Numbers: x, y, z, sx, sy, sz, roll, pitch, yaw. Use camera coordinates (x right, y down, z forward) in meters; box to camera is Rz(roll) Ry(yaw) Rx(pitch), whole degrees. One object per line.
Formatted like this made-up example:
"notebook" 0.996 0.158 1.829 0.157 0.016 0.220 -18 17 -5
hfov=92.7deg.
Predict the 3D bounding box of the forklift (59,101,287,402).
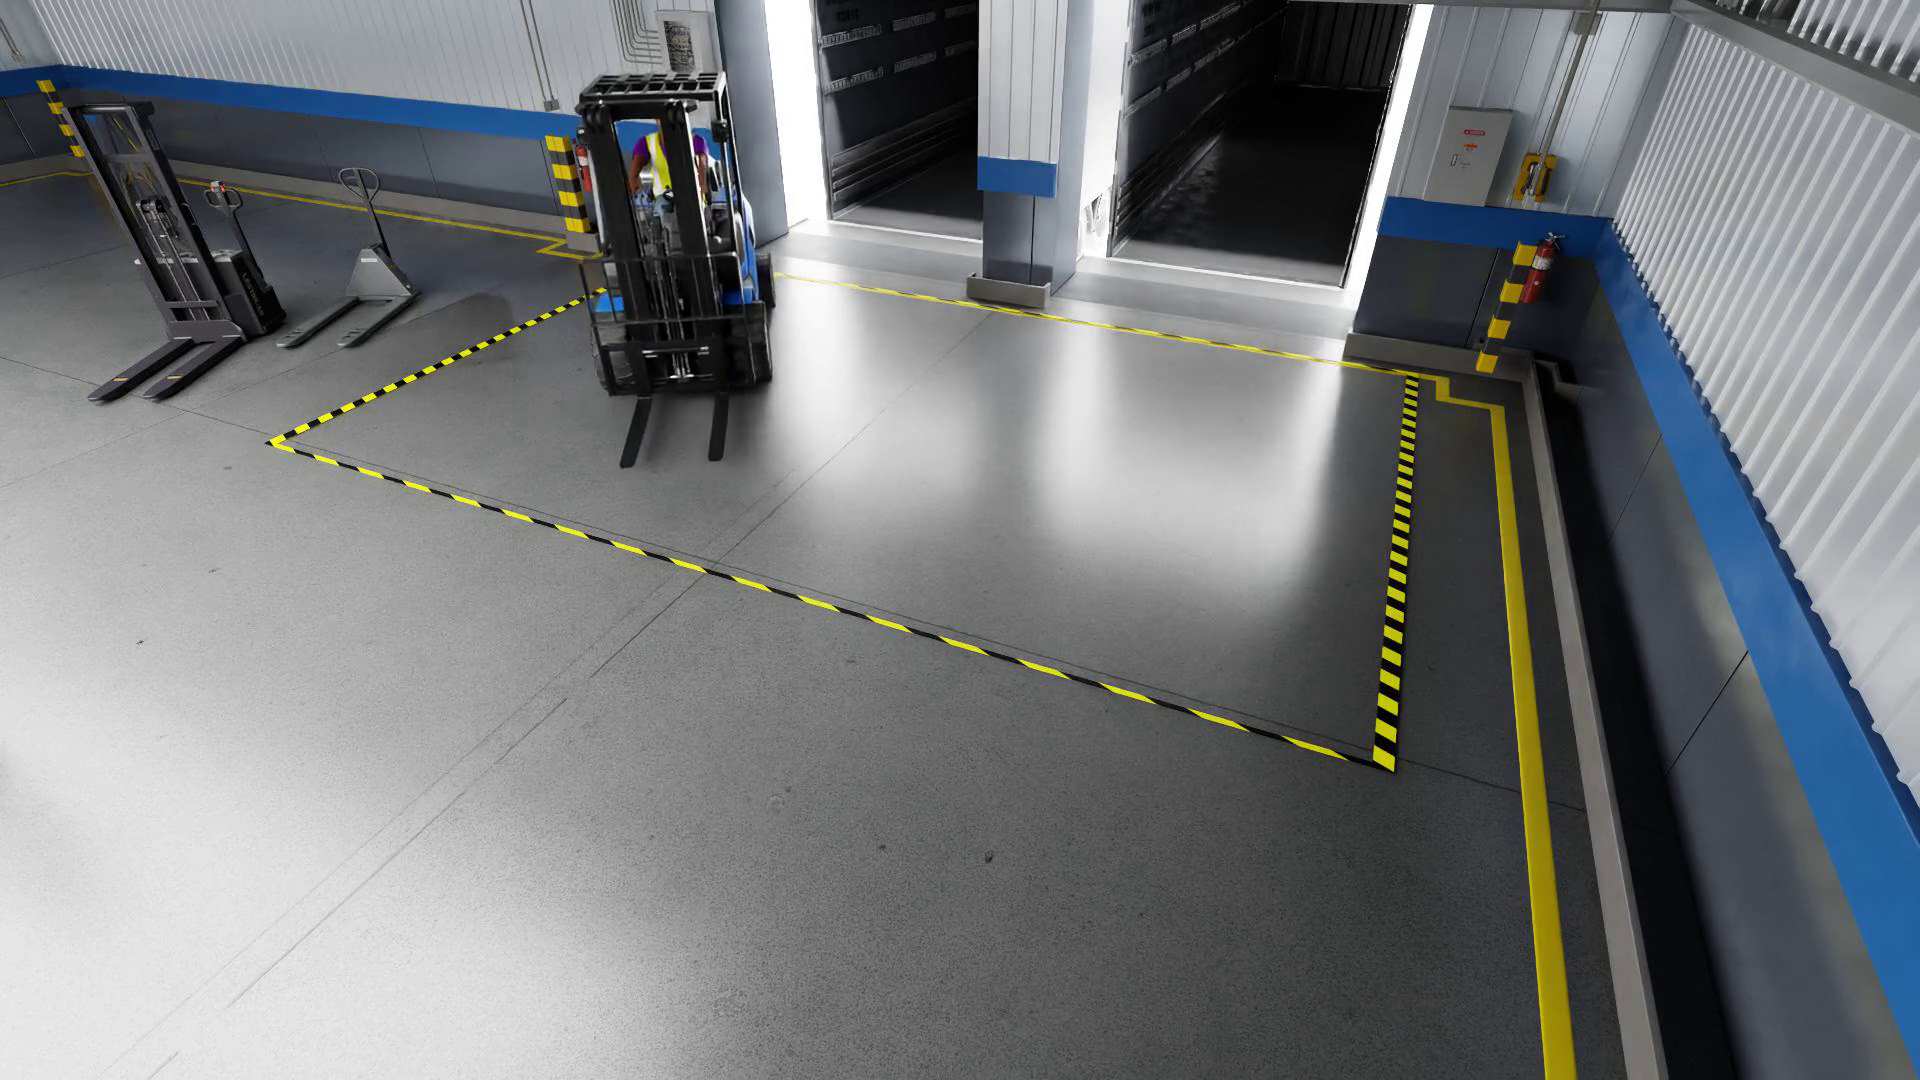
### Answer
"forklift" -6.686 -2.387 7.434 0.823 1.965 1.885 -3 35 -5

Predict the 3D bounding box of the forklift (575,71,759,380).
"forklift" -2.344 -2.701 7.573 1.157 2.036 2.680 -5 35 -7

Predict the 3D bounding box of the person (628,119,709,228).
"person" -2.342 -2.820 7.417 0.635 1.294 1.004 -5 35 -7

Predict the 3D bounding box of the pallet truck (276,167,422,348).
"pallet truck" -5.732 -2.611 8.414 0.680 1.201 1.601 -1 35 -1
